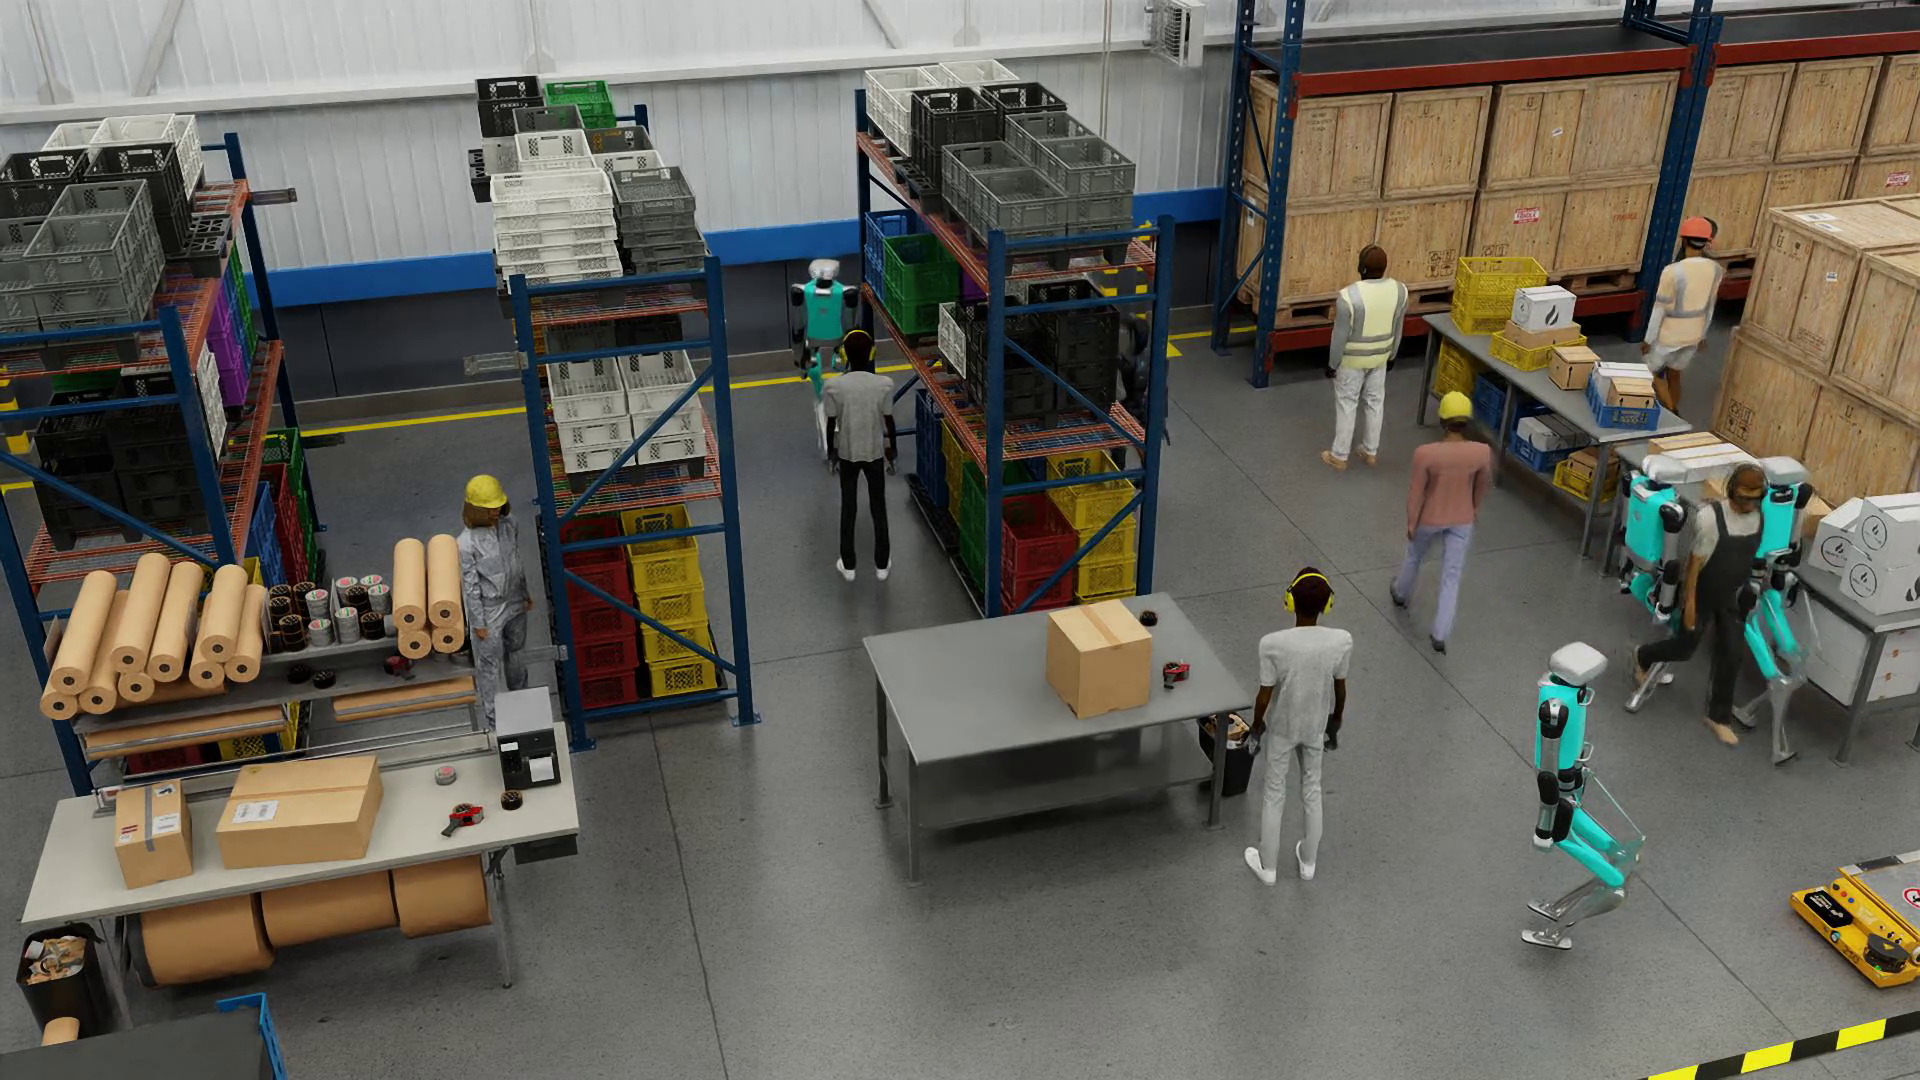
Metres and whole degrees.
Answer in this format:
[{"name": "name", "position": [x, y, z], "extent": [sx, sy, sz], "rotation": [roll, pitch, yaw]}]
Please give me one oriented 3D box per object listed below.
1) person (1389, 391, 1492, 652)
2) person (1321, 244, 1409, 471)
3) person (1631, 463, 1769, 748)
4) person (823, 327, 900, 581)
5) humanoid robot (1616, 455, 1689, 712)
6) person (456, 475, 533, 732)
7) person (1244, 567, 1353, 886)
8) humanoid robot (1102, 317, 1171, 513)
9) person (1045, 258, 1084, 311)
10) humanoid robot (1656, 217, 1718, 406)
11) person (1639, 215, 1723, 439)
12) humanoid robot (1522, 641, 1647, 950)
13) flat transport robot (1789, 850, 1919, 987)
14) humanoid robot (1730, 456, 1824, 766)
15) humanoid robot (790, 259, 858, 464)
[{"name": "person", "position": [3.177, -0.186, 10.990], "extent": [0.538, 1.724, 0.886], "rotation": [2, 29, 3]}, {"name": "person", "position": [3.169, -1.438, 13.144], "extent": [0.633, 1.841, 0.429], "rotation": [-10, 30, -17]}, {"name": "person", "position": [4.505, 0.306, 9.993], "extent": [0.500, 1.810, 0.797], "rotation": [-5, 29, -10]}, {"name": "person", "position": [-0.673, -0.581, 11.568], "extent": [0.511, 1.862, 0.327], "rotation": [-2, 29, -3]}, {"name": "humanoid robot", "position": [4.366, 0.271, 10.160], "extent": [0.865, 1.790, 0.584], "rotation": [-6, 29, -11]}, {"name": "person", "position": [-2.729, 0.397, 9.906], "extent": [0.295, 1.743, 0.492], "rotation": [13, 31, 23]}, {"name": "person", "position": [1.749, 0.986, 8.705], "extent": [0.513, 1.870, 0.323], "rotation": [-3, 29, -6]}, {"name": "humanoid robot", "position": [1.253, -0.869, 12.272], "extent": [0.594, 1.645, 0.390], "rotation": [-9, 30, -16]}, {"name": "person", "position": [0.847, -2.184, 14.447], "extent": [0.494, 1.904, 0.651], "rotation": [18, 33, 29]}, {"name": "humanoid robot", "position": [6.183, -1.973, 14.281], "extent": [0.306, 1.655, 0.608], "rotation": [14, 32, 23]}, {"name": "person", "position": [5.838, -1.663, 13.487], "extent": [0.581, 1.904, 0.546], "rotation": [-9, 30, -16]}, {"name": "humanoid robot", "position": [3.100, 1.306, 8.122], "extent": [0.735, 1.677, 0.533], "rotation": [15, 32, 25]}, {"name": "flat transport robot", "position": [5.163, 1.916, 8.676], "extent": [1.431, 0.231, 0.659], "rotation": [-8, 30, -14]}, {"name": "humanoid robot", "position": [4.879, 0.480, 9.812], "extent": [0.542, 1.832, 0.900], "rotation": [-10, 30, -17]}, {"name": "humanoid robot", "position": [-1.060, -1.544, 13.485], "extent": [0.544, 1.750, 1.008], "rotation": [0, 29, 0]}]
